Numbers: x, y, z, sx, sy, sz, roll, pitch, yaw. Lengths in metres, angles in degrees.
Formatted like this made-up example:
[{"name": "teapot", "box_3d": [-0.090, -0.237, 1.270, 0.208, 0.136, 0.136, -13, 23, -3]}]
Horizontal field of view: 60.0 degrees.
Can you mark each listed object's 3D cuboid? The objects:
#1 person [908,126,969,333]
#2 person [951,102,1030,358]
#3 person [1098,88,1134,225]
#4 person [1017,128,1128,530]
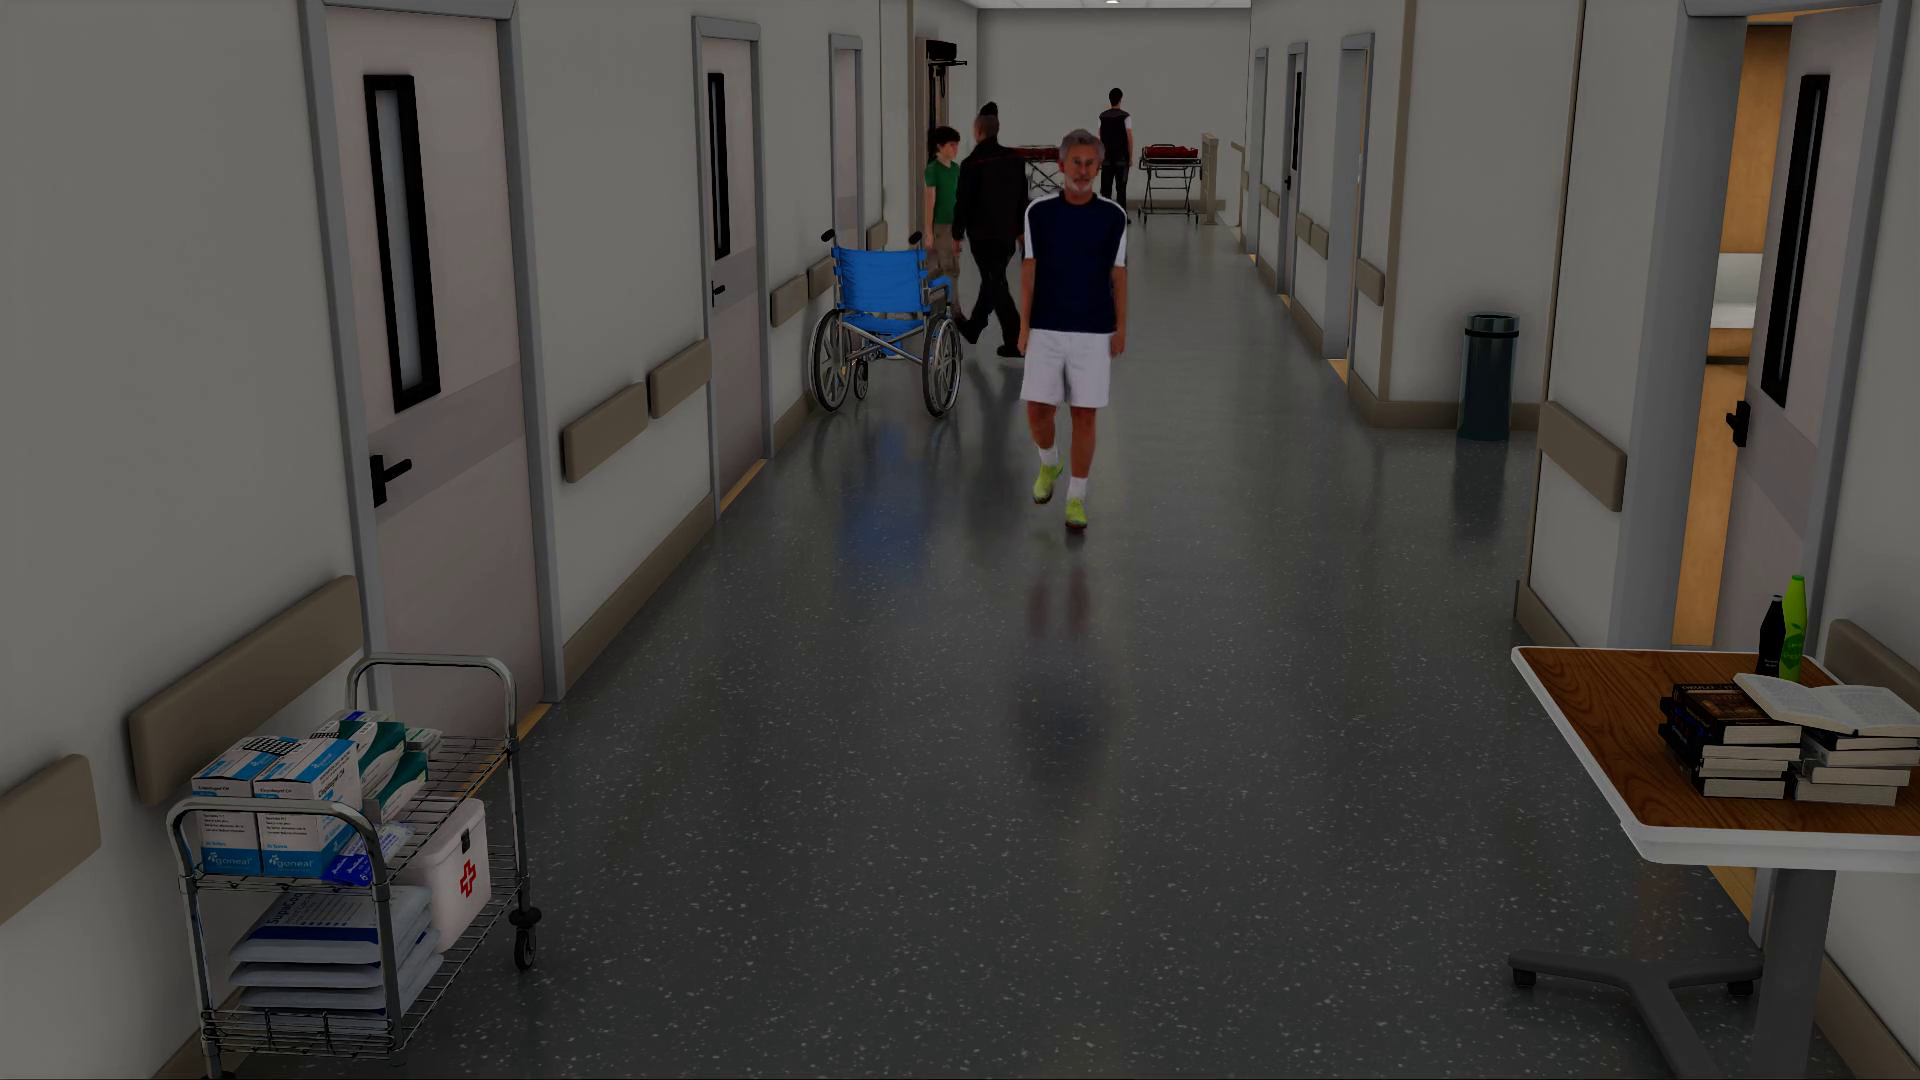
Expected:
[{"name": "person", "box_3d": [-0.192, -2.523, 13.573, 0.987, 1.629, 1.080, 10, 19, 33]}, {"name": "person", "box_3d": [0.302, -2.216, 12.131, 1.214, 1.820, 1.261, -13, 20, -38]}, {"name": "person", "box_3d": [2.151, -5.315, 23.070, 0.721, 1.849, 0.686, 7, 17, 23]}, {"name": "person", "box_3d": [0.512, -0.977, 7.745, 0.657, 1.814, 0.751, 1, 16, 4]}]
